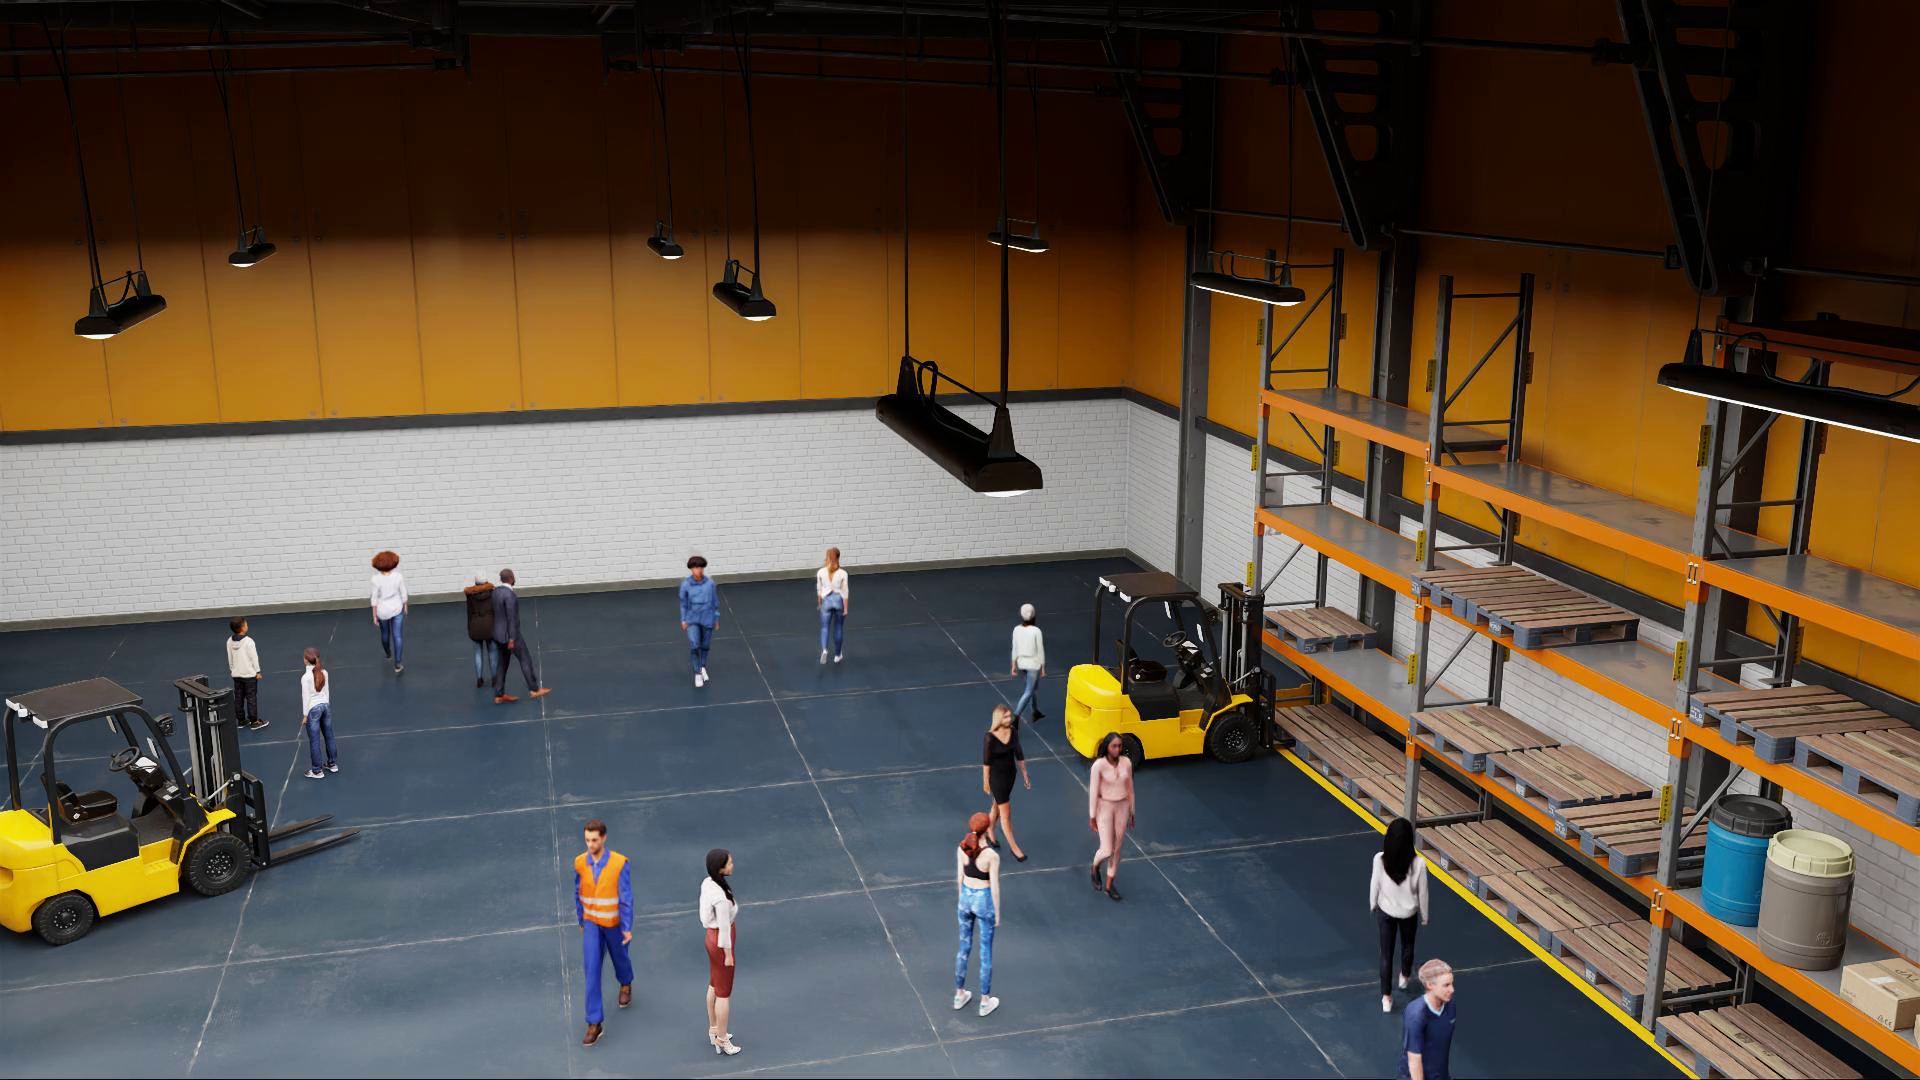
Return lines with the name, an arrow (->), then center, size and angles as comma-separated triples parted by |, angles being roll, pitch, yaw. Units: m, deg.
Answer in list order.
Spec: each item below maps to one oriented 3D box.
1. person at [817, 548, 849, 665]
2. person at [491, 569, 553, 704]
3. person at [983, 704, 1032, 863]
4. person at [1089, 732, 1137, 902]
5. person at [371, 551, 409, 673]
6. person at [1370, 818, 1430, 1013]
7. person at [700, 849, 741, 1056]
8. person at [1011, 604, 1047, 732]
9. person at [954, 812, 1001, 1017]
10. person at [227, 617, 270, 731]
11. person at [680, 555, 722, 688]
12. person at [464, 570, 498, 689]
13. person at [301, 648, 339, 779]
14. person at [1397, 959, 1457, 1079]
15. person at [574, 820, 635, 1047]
person -> -1.822, 0.959, 23.517 | 0.810, 1.709, 1.007 | 1, 14, 5
person -> -6.052, 1.295, 21.953 | 1.018, 1.791, 1.051 | -10, 17, -34
person -> 0.384, 2.490, 17.345 | 0.846, 1.638, 1.080 | -11, 18, -39
person -> 1.457, 2.685, 16.384 | 0.684, 1.711, 0.716 | -7, 15, -25
person -> -7.983, 1.038, 23.300 | 0.668, 1.658, 1.159 | -4, 14, -16
person -> 3.736, 3.227, 14.221 | 0.914, 1.676, 1.043 | 4, 14, 15
person -> -1.951, 3.343, 13.586 | 0.692, 1.750, 0.495 | -6, 15, -23
person -> 0.841, 1.626, 20.967 | 1.078, 1.613, 1.074 | 10, 17, 35
person -> 0.145, 3.175, 14.210 | 0.645, 1.782, 0.701 | 7, 15, 28
person -> -9.073, 1.682, 21.068 | 0.660, 1.455, 0.681 | 4, 14, 16
person -> -3.598, 1.071, 22.883 | 0.742, 1.790, 0.926 | -5, 15, -21
person -> -6.496, 1.202, 22.673 | 0.596, 1.634, 0.576 | -4, 14, -14
person -> -7.540, 2.007, 19.510 | 0.682, 1.558, 0.619 | 7, 15, 28
person -> 3.156, 3.782, 11.632 | 0.907, 1.816, 1.286 | -8, 16, -30
person -> -2.943, 3.206, 13.991 | 0.920, 1.825, 1.282 | 0, 14, 1
